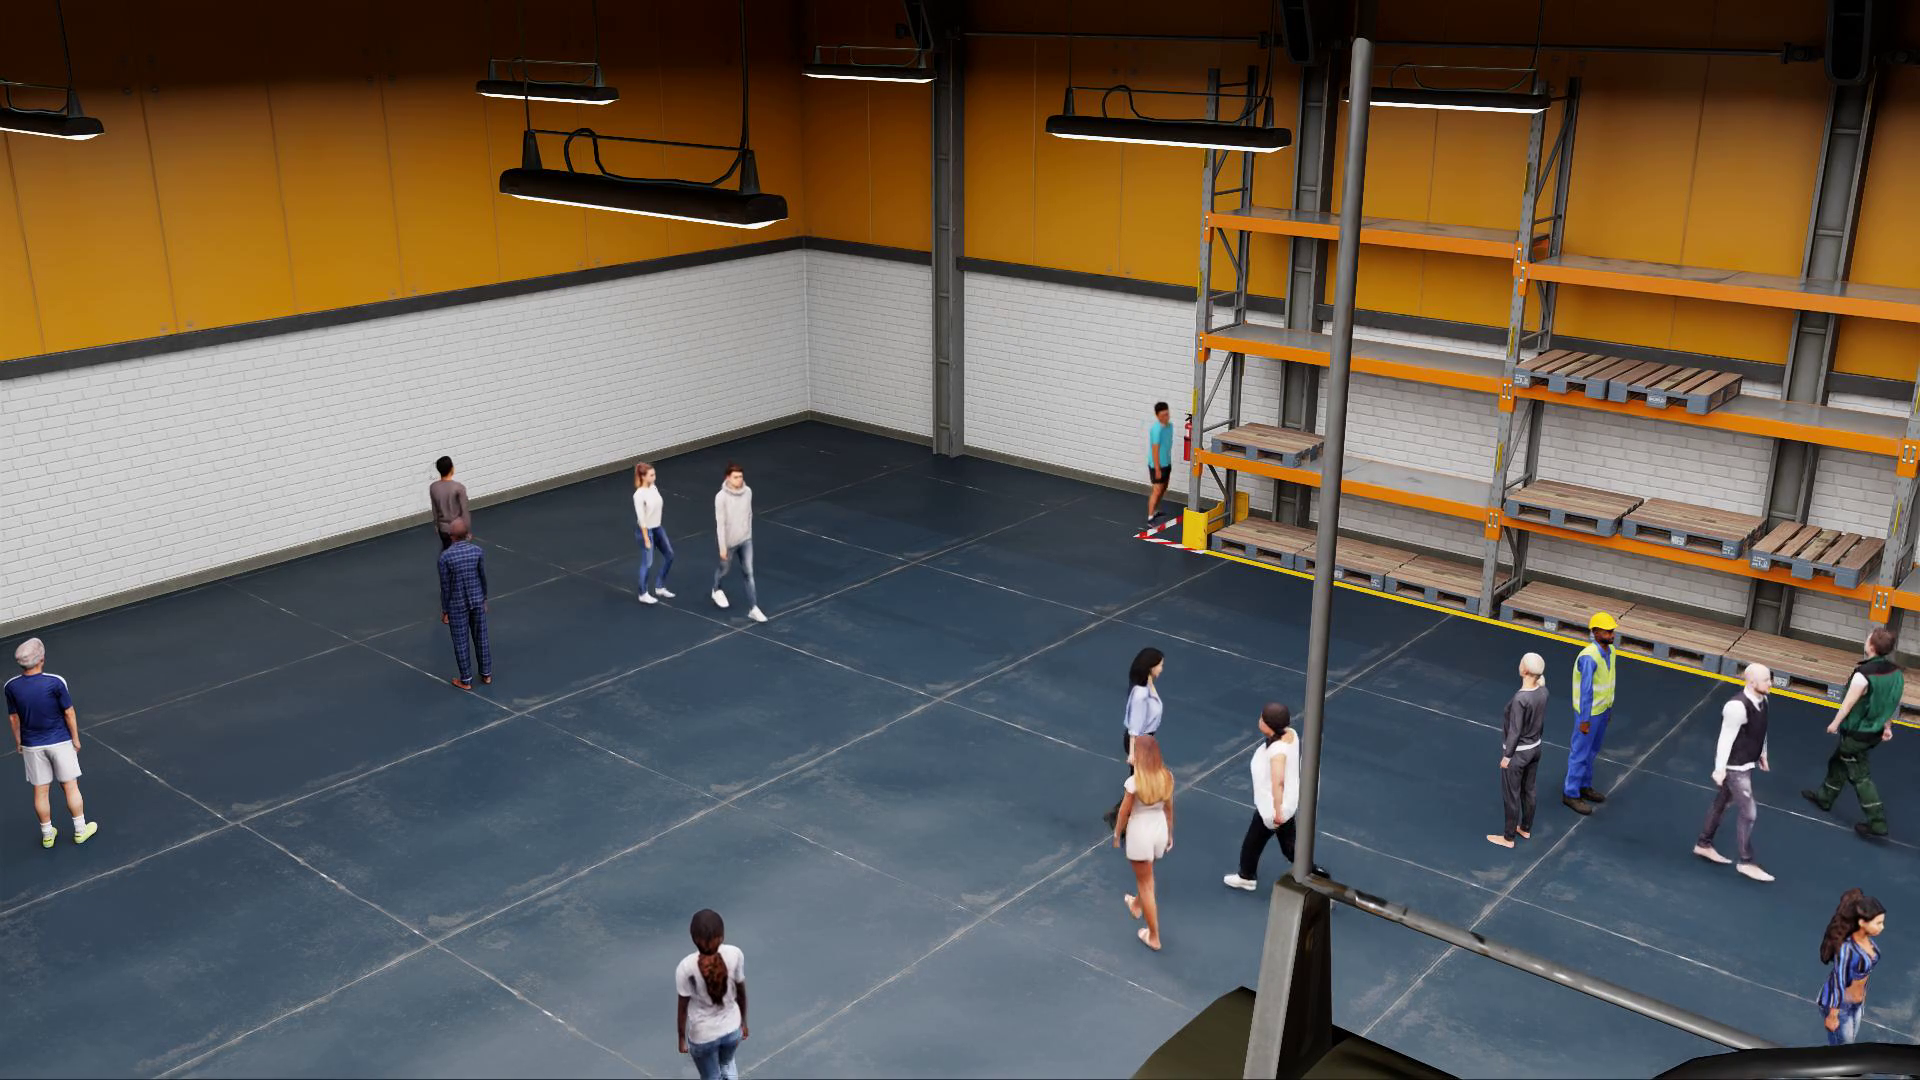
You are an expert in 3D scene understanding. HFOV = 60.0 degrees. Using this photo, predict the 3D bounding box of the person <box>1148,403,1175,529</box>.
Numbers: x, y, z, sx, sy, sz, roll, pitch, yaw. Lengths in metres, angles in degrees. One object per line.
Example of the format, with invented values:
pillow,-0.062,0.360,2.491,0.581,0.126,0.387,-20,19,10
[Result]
person,2.636,-1.007,22.177,0.667,1.741,0.839,6,20,18

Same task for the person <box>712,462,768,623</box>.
person,-2.644,-0.001,19.088,0.845,1.804,1.315,-15,24,-38

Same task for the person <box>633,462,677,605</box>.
person,-3.713,-0.078,19.469,0.748,1.708,0.719,8,20,21

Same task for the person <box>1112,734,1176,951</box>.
person,1.443,2.291,12.491,0.817,1.671,0.996,-9,21,-25

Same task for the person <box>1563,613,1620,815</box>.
person,5.577,1.489,14.652,0.683,1.813,0.593,-18,25,-42

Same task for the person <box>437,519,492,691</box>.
person,-5.097,0.643,17.152,0.690,1.819,0.633,-16,24,-39

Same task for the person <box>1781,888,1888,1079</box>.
person,5.558,2.952,10.622,0.675,1.610,0.728,-16,24,-39

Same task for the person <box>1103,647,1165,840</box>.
person,1.420,1.734,14.061,0.848,1.724,0.818,6,20,18

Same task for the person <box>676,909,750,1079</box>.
person,-1.461,3.052,10.158,0.692,1.718,0.726,-11,21,-29

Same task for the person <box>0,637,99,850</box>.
person,-7.687,1.698,13.995,0.714,1.836,0.731,-5,19,-14

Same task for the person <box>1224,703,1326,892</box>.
person,2.548,2.081,13.139,1.115,1.656,0.809,10,21,27

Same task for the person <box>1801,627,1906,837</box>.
person,7.731,1.658,14.160,0.915,1.805,1.202,-10,21,-27

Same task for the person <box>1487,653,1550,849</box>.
person,4.741,1.751,14.010,0.645,1.726,0.583,-14,23,-36

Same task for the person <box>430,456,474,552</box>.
person,-5.971,-0.092,19.426,0.825,1.761,0.702,-12,22,-33

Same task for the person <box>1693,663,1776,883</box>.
person,6.287,1.837,13.633,0.929,1.802,0.753,17,25,42
